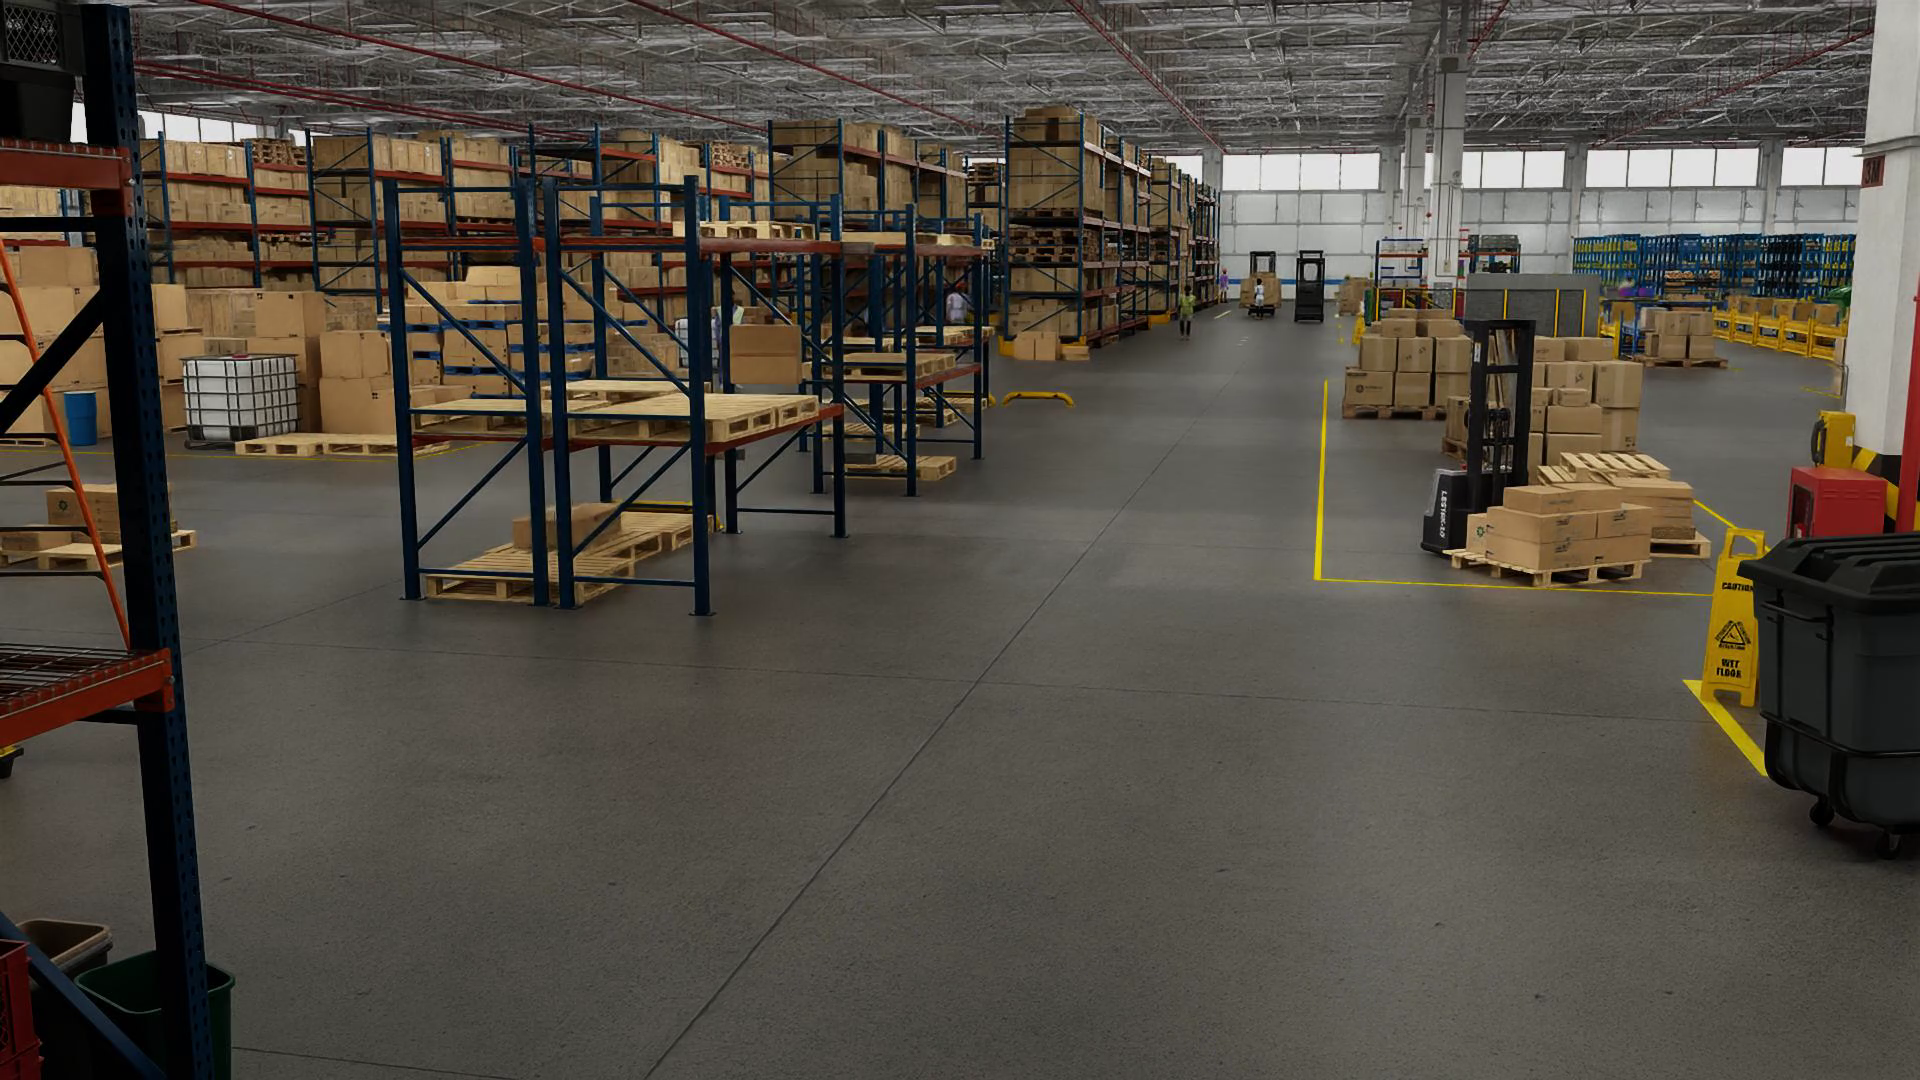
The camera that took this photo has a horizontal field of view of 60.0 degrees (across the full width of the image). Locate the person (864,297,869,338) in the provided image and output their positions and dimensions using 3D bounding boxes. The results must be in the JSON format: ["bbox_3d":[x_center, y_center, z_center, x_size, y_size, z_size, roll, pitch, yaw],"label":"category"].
[{"bbox_3d":[-1.886,-4.578,36.897,0.702,1.678,0.540,7,12,35],"label":"person"}]

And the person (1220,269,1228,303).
[{"bbox_3d":[14.966,-14.379,94.144,0.552,1.933,0.372,8,13,40],"label":"person"}]

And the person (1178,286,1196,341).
[{"bbox_3d":[6.894,-6.904,50.631,0.552,1.666,0.702,2,10,14],"label":"person"}]

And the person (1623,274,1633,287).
[{"bbox_3d":[26.134,-9.495,65.287,0.878,1.923,0.616,2,10,13],"label":"person"}]

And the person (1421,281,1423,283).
[{"bbox_3d":[22.080,-11.944,79.990,0.395,1.847,0.564,5,11,26],"label":"person"}]

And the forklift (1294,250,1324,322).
[{"bbox_3d":[13.778,-10.002,65.433,1.129,2.768,1.873,2,10,12],"label":"forklift"}]

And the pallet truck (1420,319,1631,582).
[{"bbox_3d":[4.543,-0.757,13.299,0.823,1.965,1.885,-4,10,-22],"label":"pallet truck"}]

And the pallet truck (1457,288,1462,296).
[{"bbox_3d":[20.506,-9.785,68.819,0.653,1.274,1.630,2,10,12],"label":"pallet truck"}]

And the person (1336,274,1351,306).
[{"bbox_3d":[20.095,-13.036,86.866,0.759,1.716,0.493,2,10,11],"label":"person"}]

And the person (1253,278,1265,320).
[{"bbox_3d":[12.153,-9.780,67.615,0.533,1.697,0.322,-7,12,-34],"label":"person"}]

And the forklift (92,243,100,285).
[{"bbox_3d":[-18.673,-5.182,36.892,1.873,2.768,1.129,2,10,12],"label":"forklift"}]

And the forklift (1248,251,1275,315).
[{"bbox_3d":[13.409,-11.392,73.662,1.129,2.768,1.873,2,10,12],"label":"forklift"}]

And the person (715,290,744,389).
[{"bbox_3d":[-4.386,-3.819,31.717,0.585,1.908,0.385,-5,11,-27],"label":"person"}]

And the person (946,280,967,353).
[{"bbox_3d":[-0.100,-5.941,44.200,0.566,1.926,0.400,-2,10,-13],"label":"person"}]

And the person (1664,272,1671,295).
[{"bbox_3d":[35.976,-12.716,84.612,0.404,1.827,0.600,-1,10,-9],"label":"person"}]
